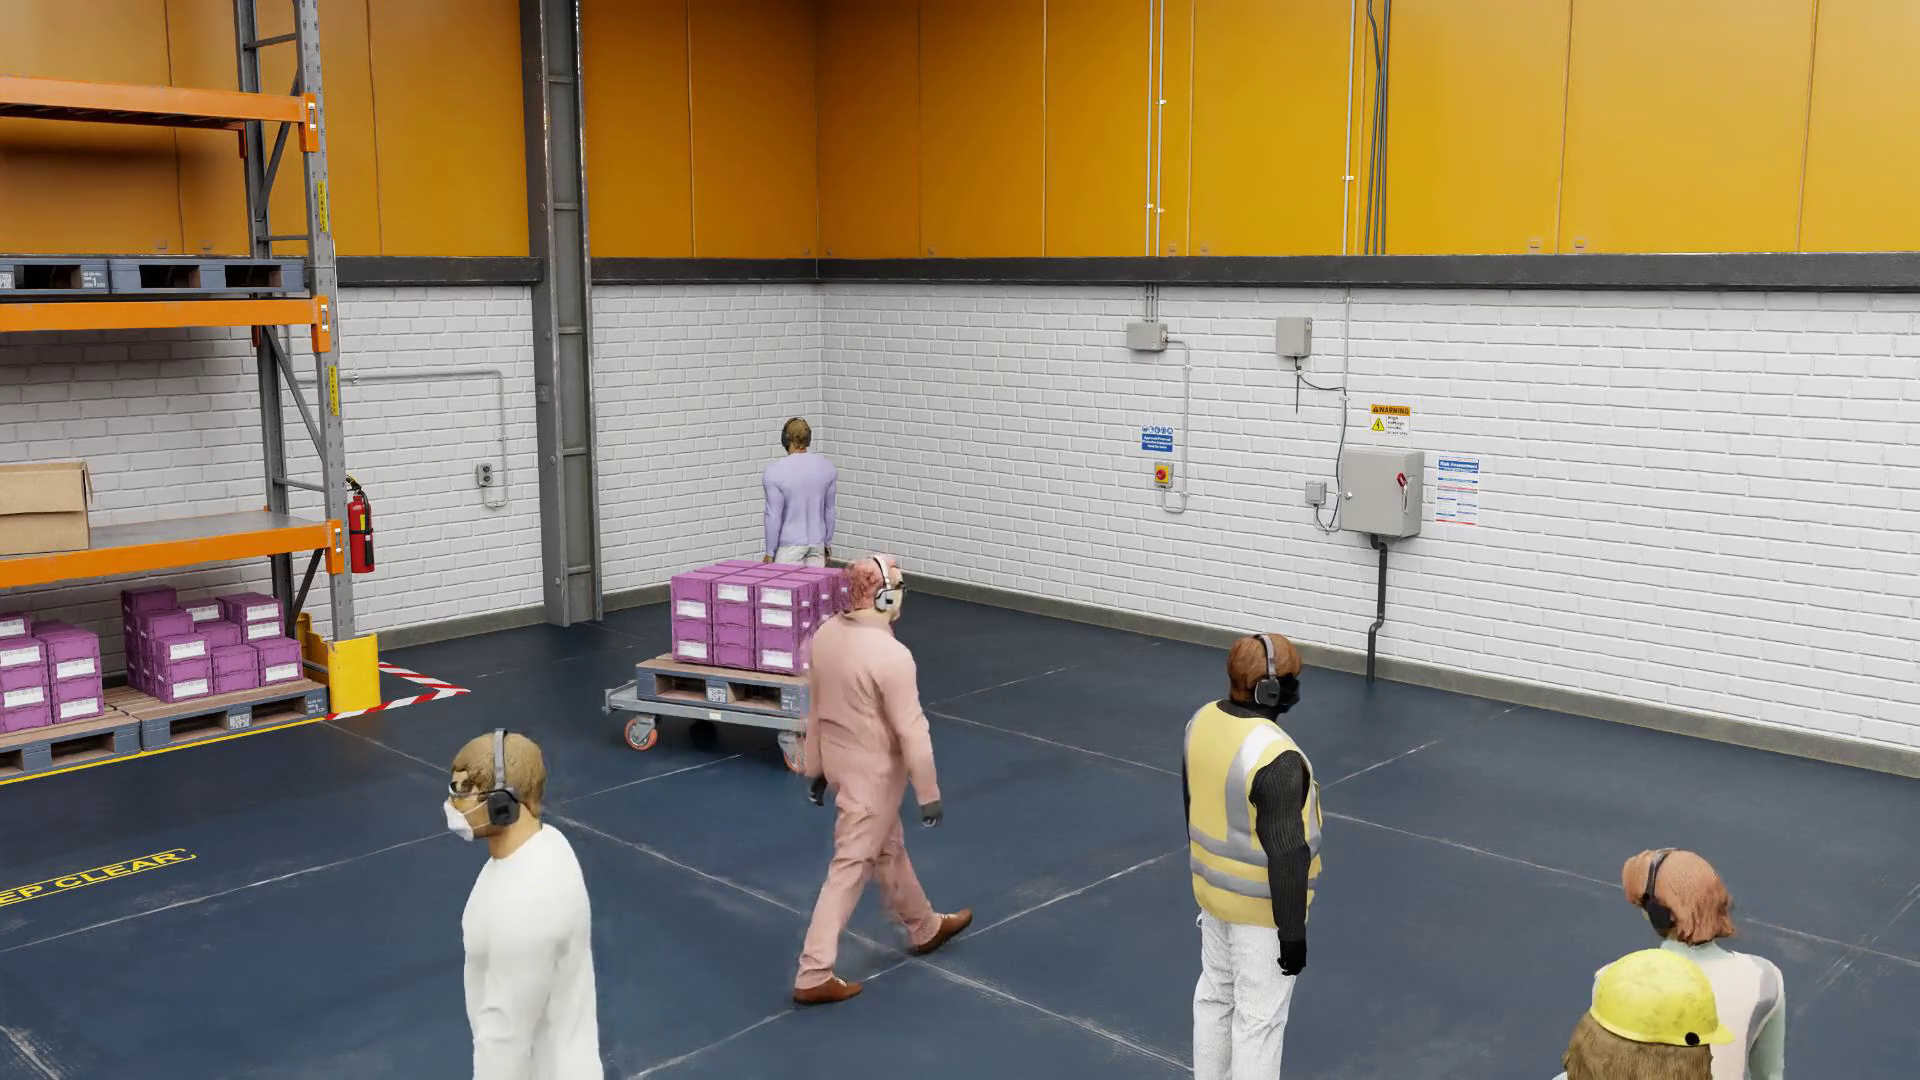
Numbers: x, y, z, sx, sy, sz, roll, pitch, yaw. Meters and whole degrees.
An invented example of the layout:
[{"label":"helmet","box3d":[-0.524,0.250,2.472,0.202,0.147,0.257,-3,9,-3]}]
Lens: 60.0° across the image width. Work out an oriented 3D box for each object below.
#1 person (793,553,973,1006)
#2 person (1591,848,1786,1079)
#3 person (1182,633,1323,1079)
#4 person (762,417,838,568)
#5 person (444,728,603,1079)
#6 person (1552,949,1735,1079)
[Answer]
[{"label":"person","box3d":[-0.328,0.978,7.008,1.011,1.850,0.673,-6,11,-32]},{"label":"person","box3d":[1.807,1.556,4.219,0.549,1.585,0.827,0,9,-2]},{"label":"person","box3d":[0.992,1.215,5.591,0.429,1.840,0.636,-3,10,-19]},{"label":"person","box3d":[-1.208,0.047,12.451,0.629,1.940,0.373,-8,12,-39]},{"label":"person","box3d":[-1.086,1.408,4.274,1.009,1.899,0.641,-3,10,-18]},{"label":"person","box3d":[1.303,1.640,3.283,0.325,1.740,0.493,-2,9,-10]}]
